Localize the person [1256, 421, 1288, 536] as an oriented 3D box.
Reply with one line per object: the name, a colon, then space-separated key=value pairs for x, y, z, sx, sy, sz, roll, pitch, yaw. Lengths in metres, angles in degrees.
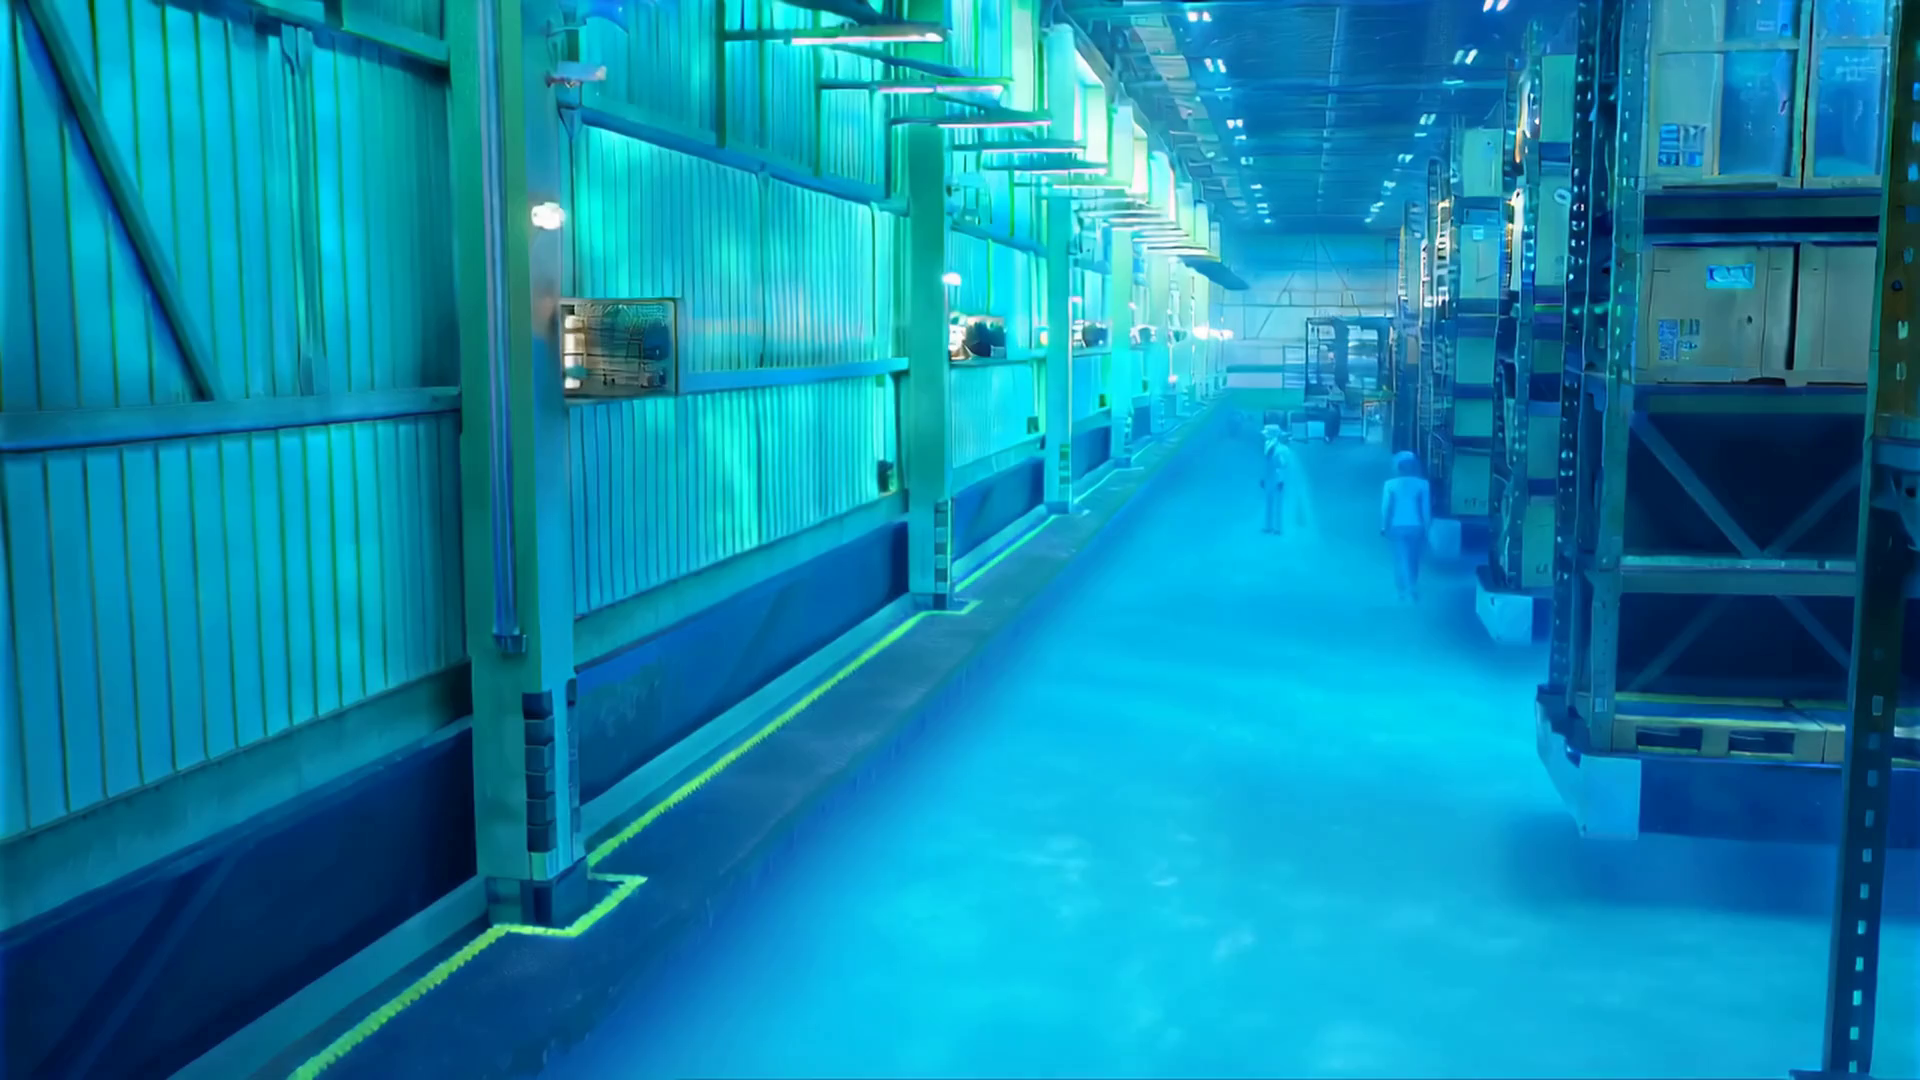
person: x=4.777 y=-0.942 z=25.415 sx=0.339 sy=1.748 sz=0.565 roll=-3 pitch=8 yaw=-20

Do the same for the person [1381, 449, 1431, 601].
person: x=5.145 y=-0.176 z=19.222 sx=0.554 sy=1.750 sz=0.489 roll=2 pitch=7 yaw=13
